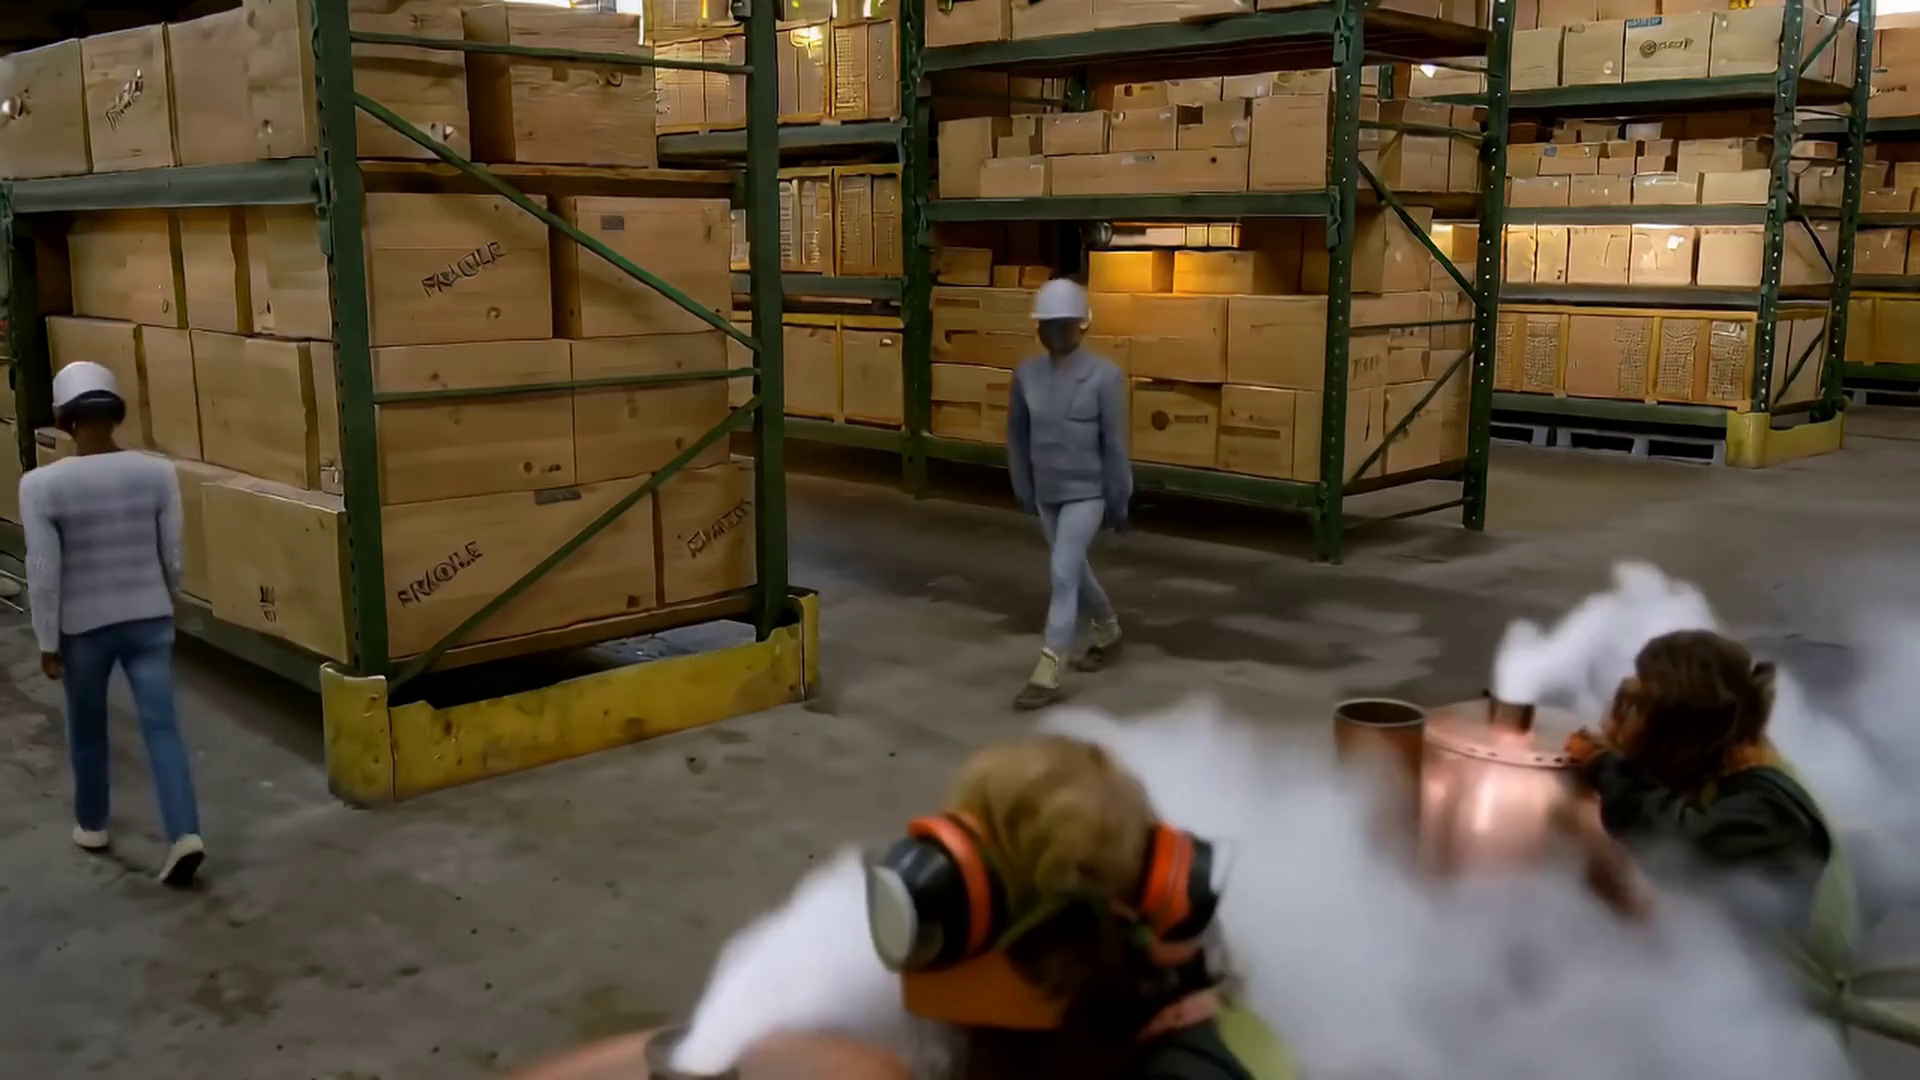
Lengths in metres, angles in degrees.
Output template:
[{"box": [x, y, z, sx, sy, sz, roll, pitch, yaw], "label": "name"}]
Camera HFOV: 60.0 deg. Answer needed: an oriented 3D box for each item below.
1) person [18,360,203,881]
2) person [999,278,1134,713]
[{"box": [-2.805, 0.267, 5.547, 0.520, 1.733, 0.832, -9, 14, -42], "label": "person"}, {"box": [0.523, -0.244, 7.762, 0.636, 1.949, 1.023, 8, 13, 38], "label": "person"}]
